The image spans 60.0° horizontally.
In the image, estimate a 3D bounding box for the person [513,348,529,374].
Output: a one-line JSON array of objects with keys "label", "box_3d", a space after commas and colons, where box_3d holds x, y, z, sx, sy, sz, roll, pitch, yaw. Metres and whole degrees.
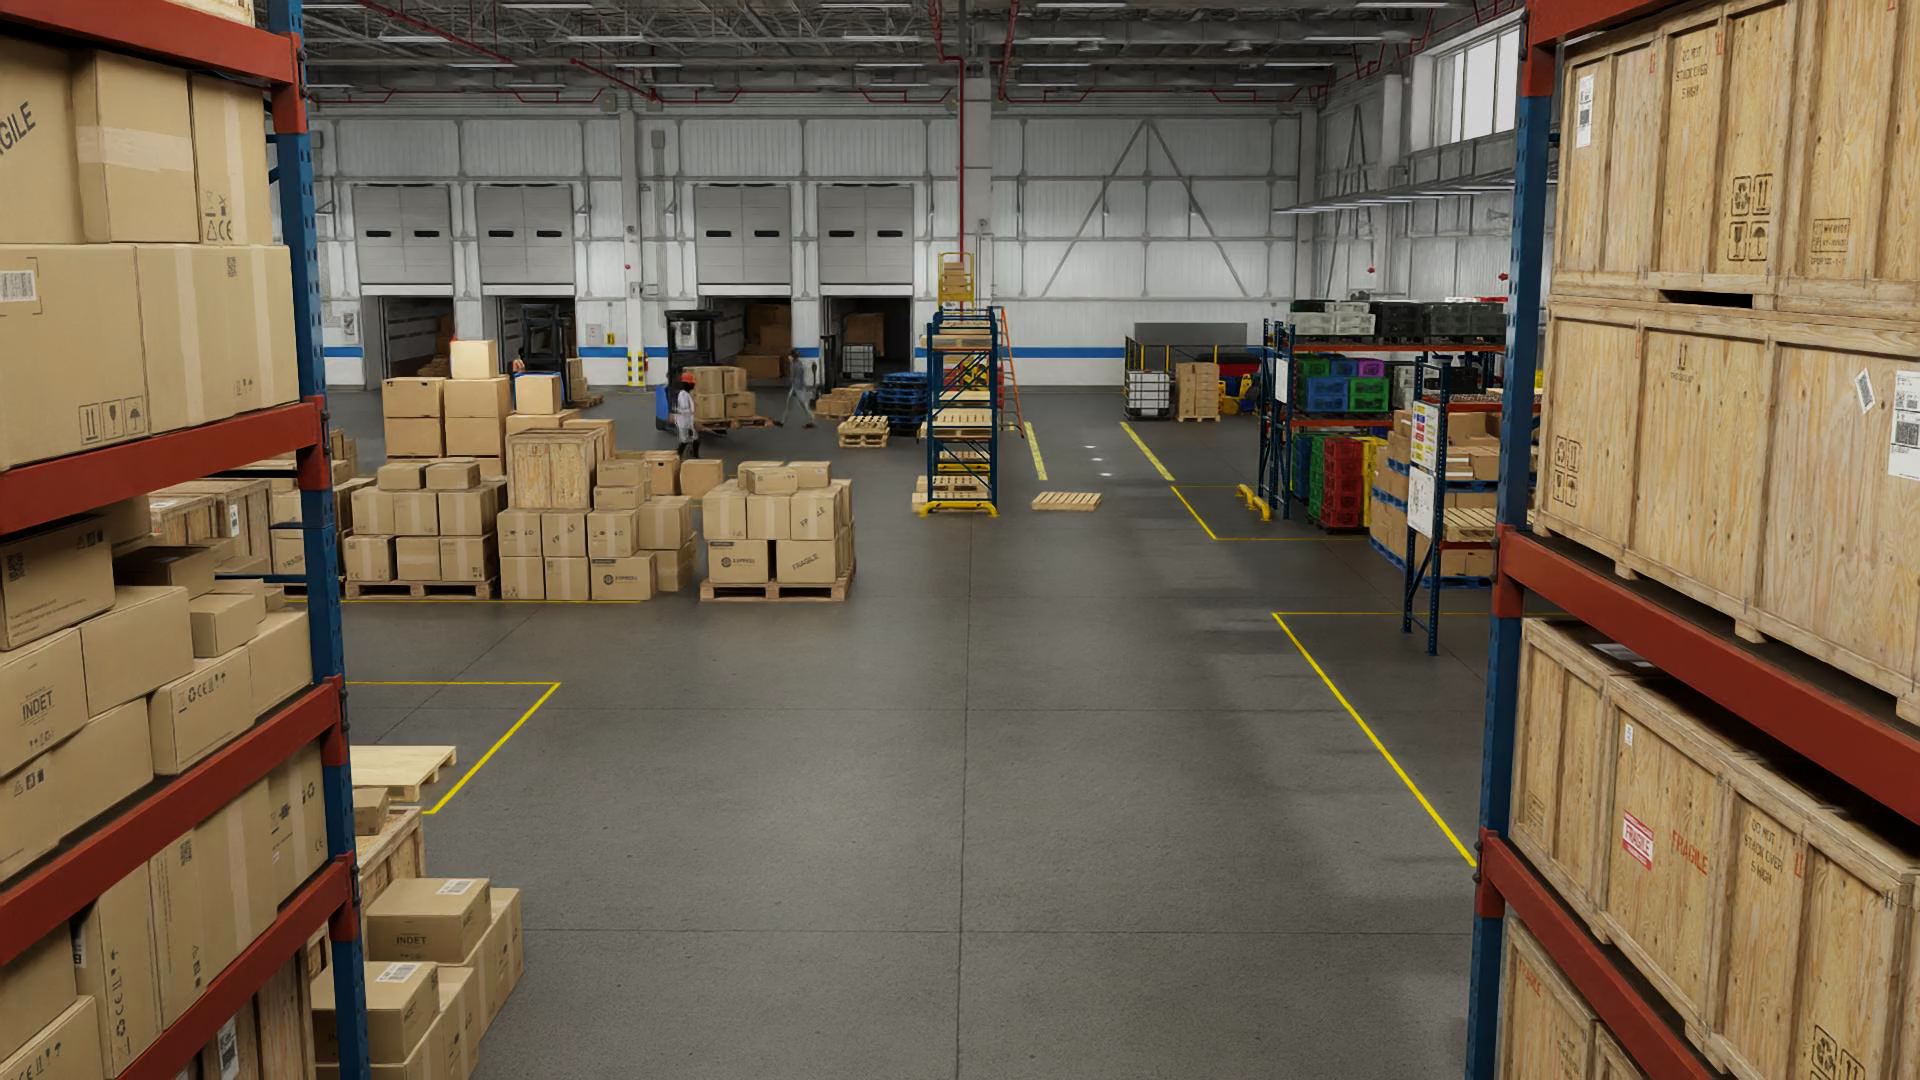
[{"label": "person", "box_3d": [-11.243, -4.107, 42.809, 0.540, 1.696, 0.317, -8, 13, -40]}]

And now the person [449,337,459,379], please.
[{"label": "person", "box_3d": [-13.135, -4.317, 43.314, 0.347, 1.943, 0.545, -9, 14, -43]}]

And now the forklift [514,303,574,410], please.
[{"label": "forklift", "box_3d": [-10.721, -4.667, 42.626, 1.129, 2.768, 1.873, 0, 10, 1]}]

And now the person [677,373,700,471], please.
[{"label": "person", "box_3d": [-4.944, -2.137, 30.824, 0.814, 1.905, 0.556, 0, 10, 2]}]

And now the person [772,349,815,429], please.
[{"label": "person", "box_3d": [-3.883, -3.528, 38.926, 1.051, 1.876, 0.653, -4, 10, -20]}]

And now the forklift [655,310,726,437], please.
[{"label": "forklift", "box_3d": [-6.209, -3.840, 37.859, 1.129, 2.768, 1.873, -5, 11, -27]}]

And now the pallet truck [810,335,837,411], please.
[{"label": "pallet truck", "box_3d": [-3.021, -4.312, 43.126, 1.885, 1.965, 0.823, 3, 10, 17]}]
